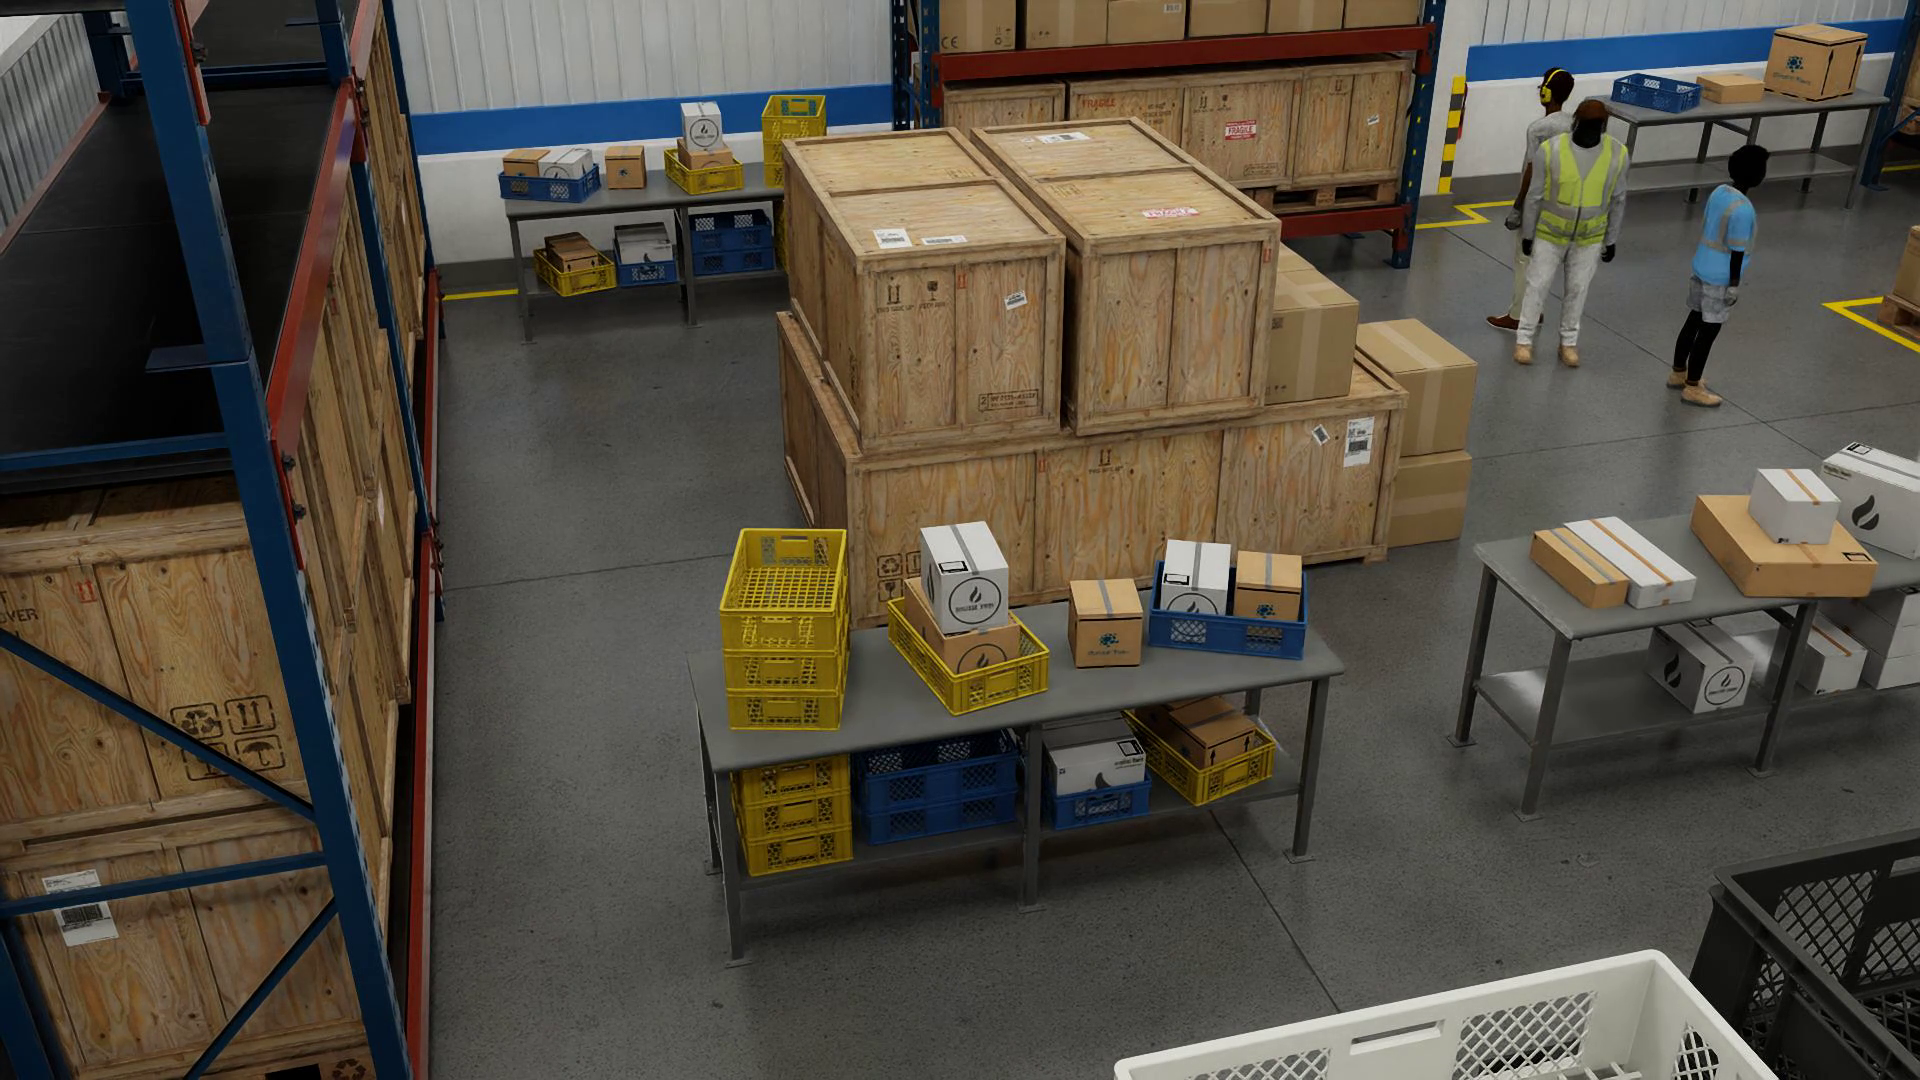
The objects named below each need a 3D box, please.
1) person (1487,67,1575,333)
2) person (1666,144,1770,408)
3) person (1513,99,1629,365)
[{"bbox_3d":[4.091,-2.397,11.798,0.533,1.865,0.315,-17,33,-28],"label":"person"},{"bbox_3d":[4.896,-1.708,10.719,0.317,1.695,0.540,1,29,2],"label":"person"},{"bbox_3d":[4.111,-2.059,11.220,0.641,1.835,0.430,5,29,9],"label":"person"}]
